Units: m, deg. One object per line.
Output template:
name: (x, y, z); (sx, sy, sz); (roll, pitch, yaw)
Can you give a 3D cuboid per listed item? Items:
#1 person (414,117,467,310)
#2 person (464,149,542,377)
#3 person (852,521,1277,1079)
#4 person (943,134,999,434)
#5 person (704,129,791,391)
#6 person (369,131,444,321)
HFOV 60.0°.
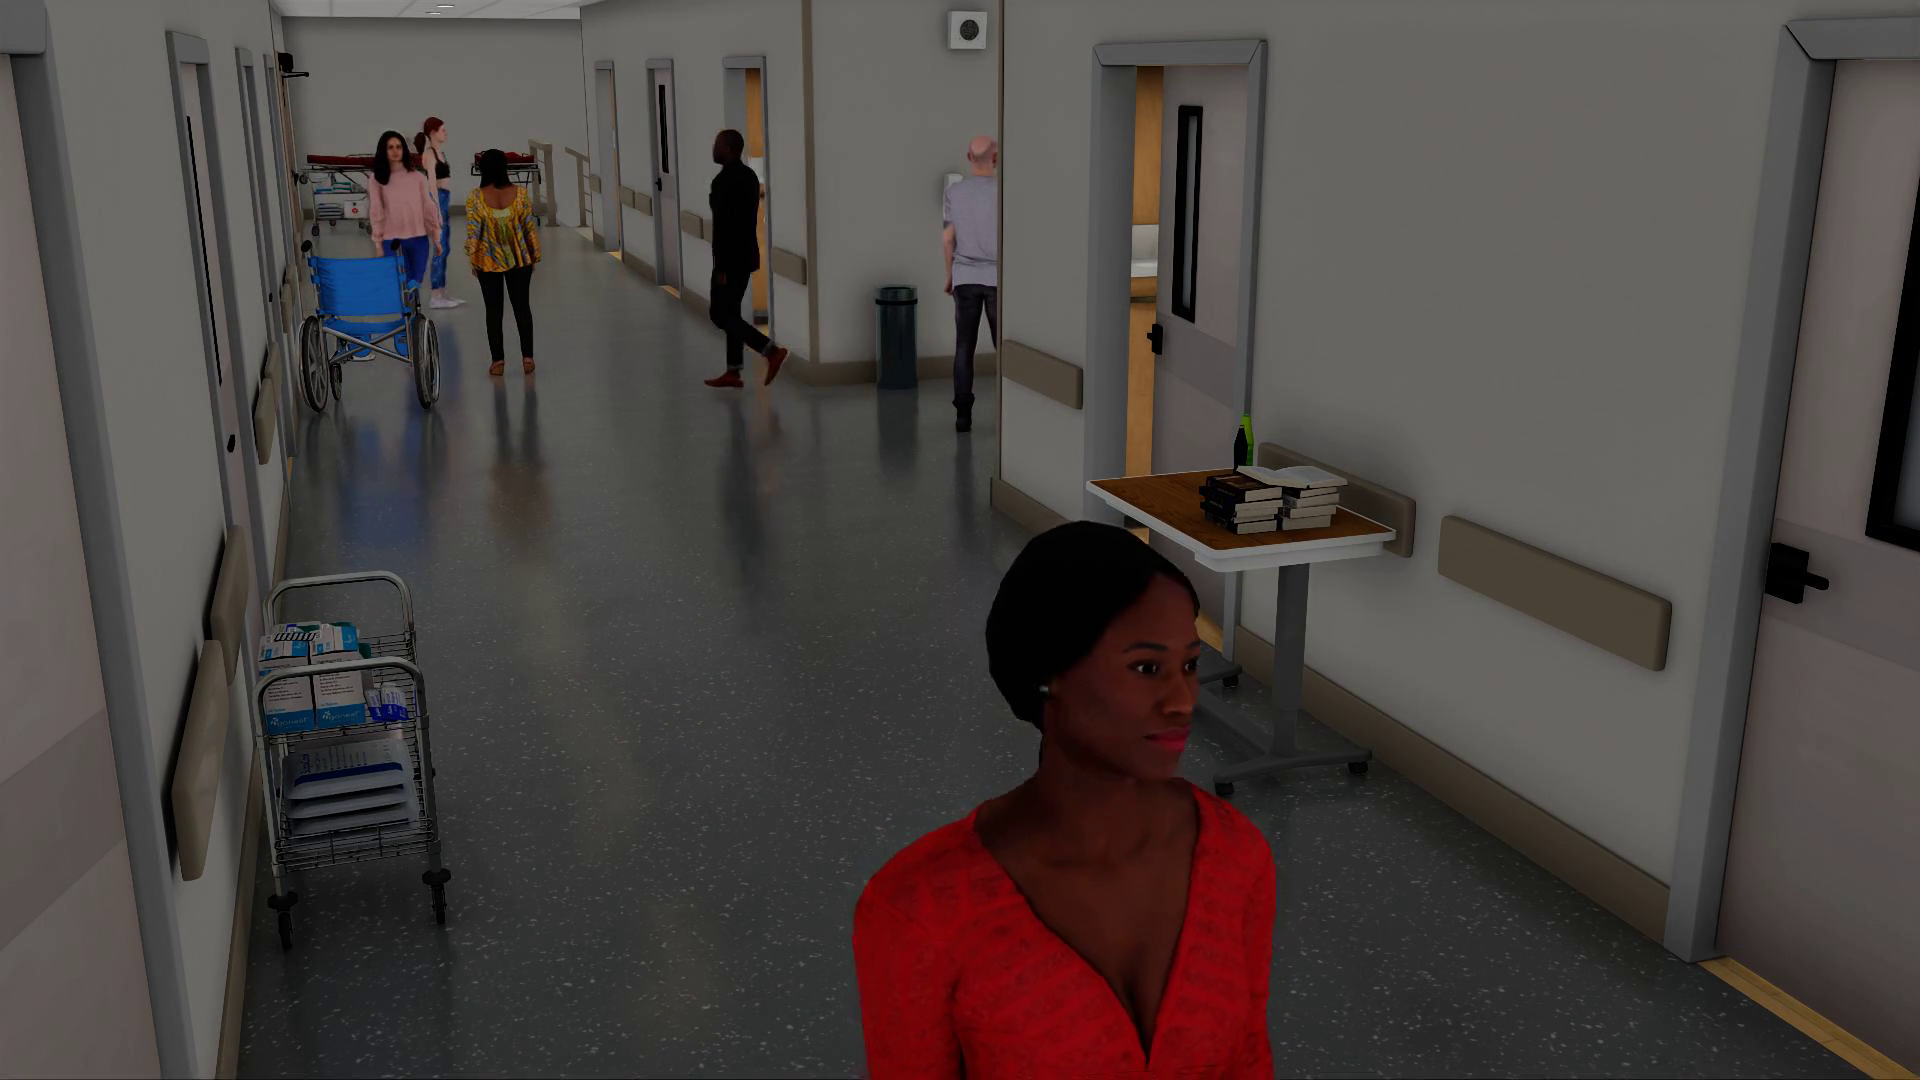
person: (-4.965, -3.100, 15.799); (0.666, 1.782, 0.554); (-2, 16, -6)
person: (-3.385, -2.054, 12.324); (0.720, 1.655, 0.752); (-7, 17, -23)
person: (0.119, 0.845, 1.798); (0.618, 1.787, 0.565); (-5, 16, -17)
person: (0.141, -1.586, 10.339); (0.758, 1.831, 0.782); (4, 16, 13)
person: (-1.499, -1.916, 11.561); (1.044, 1.802, 1.025); (4, 16, 14)
person: (-4.325, -2.263, 12.949); (0.811, 1.717, 1.185); (-9, 18, -30)
